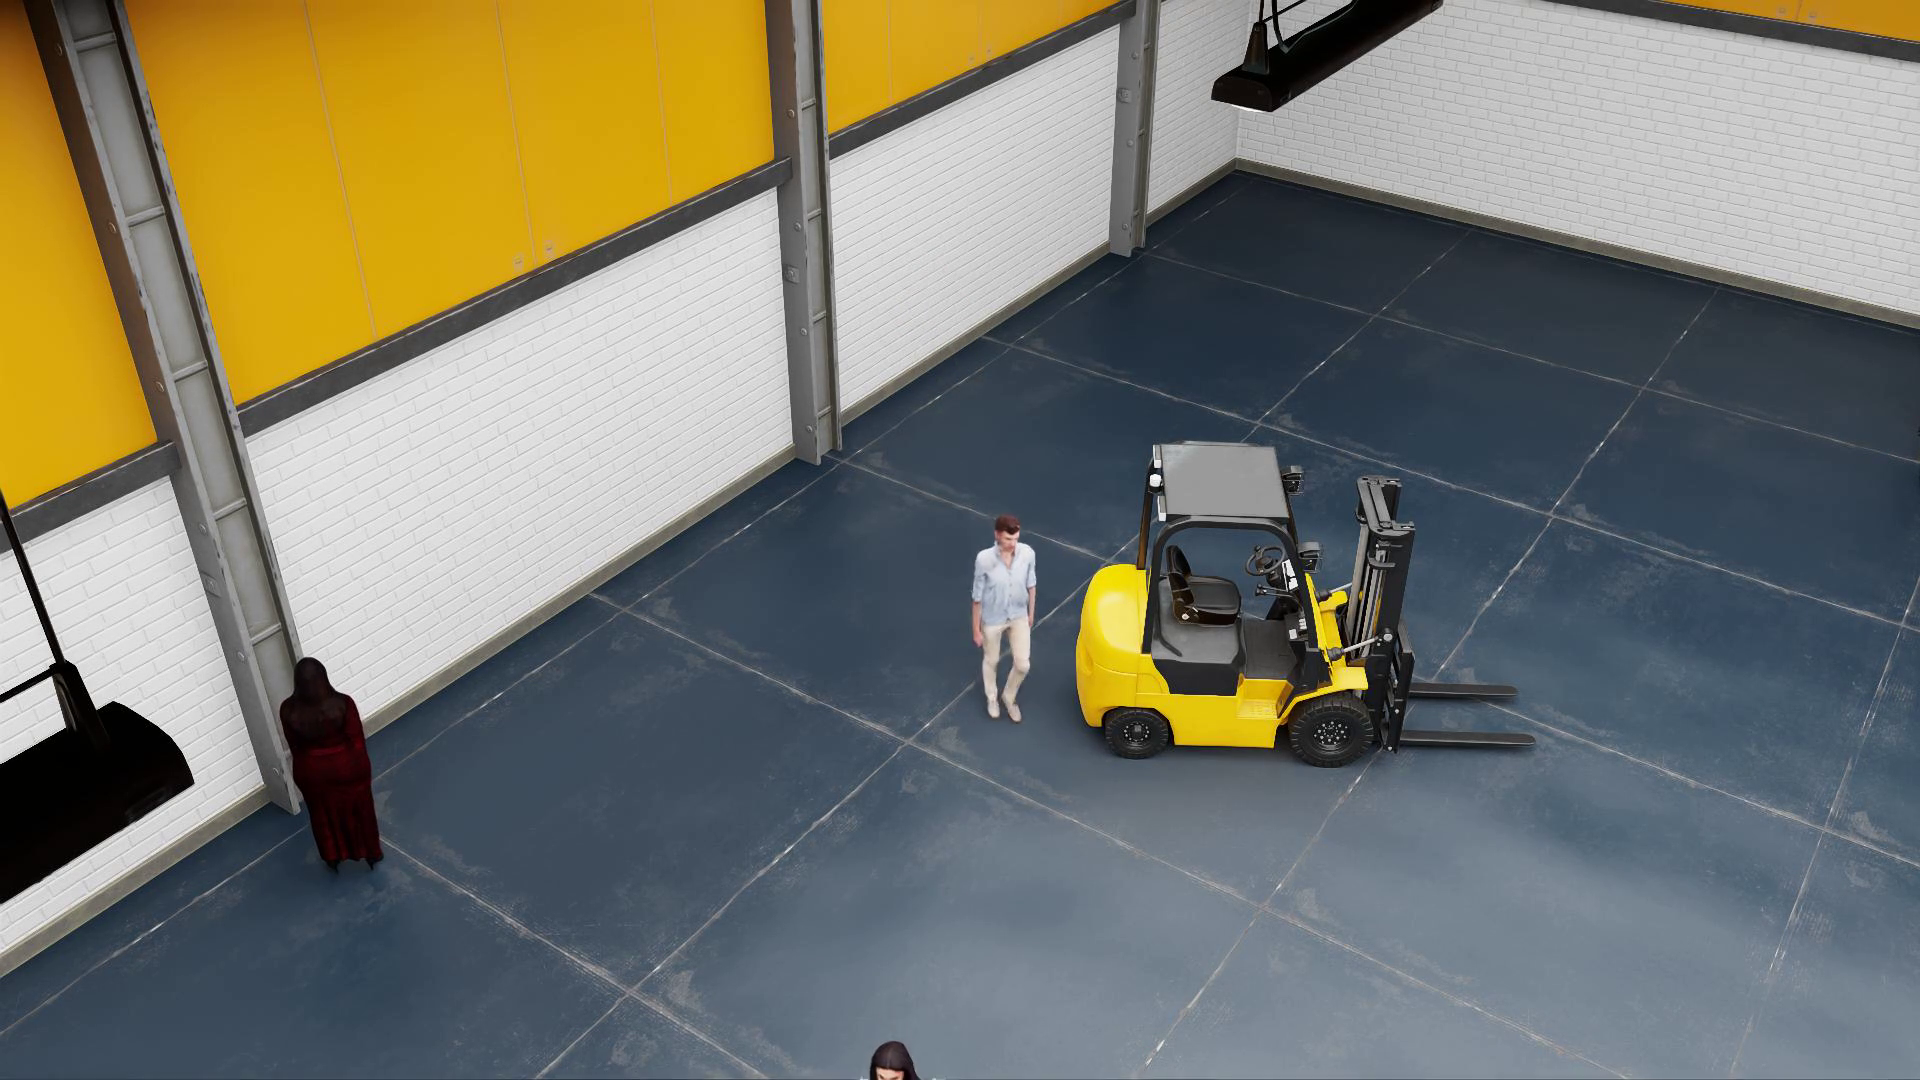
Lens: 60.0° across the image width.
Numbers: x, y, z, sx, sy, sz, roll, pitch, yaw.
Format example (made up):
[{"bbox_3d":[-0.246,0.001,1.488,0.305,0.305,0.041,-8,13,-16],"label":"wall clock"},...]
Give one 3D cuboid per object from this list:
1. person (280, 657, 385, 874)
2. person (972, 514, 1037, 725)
[{"bbox_3d":[-4.221,1.530,11.165,0.786,1.758,0.853,-7,34,-11],"label":"person"},{"bbox_3d":[0.309,0.532,12.601,0.810,1.832,0.877,-7,34,-10],"label":"person"}]
